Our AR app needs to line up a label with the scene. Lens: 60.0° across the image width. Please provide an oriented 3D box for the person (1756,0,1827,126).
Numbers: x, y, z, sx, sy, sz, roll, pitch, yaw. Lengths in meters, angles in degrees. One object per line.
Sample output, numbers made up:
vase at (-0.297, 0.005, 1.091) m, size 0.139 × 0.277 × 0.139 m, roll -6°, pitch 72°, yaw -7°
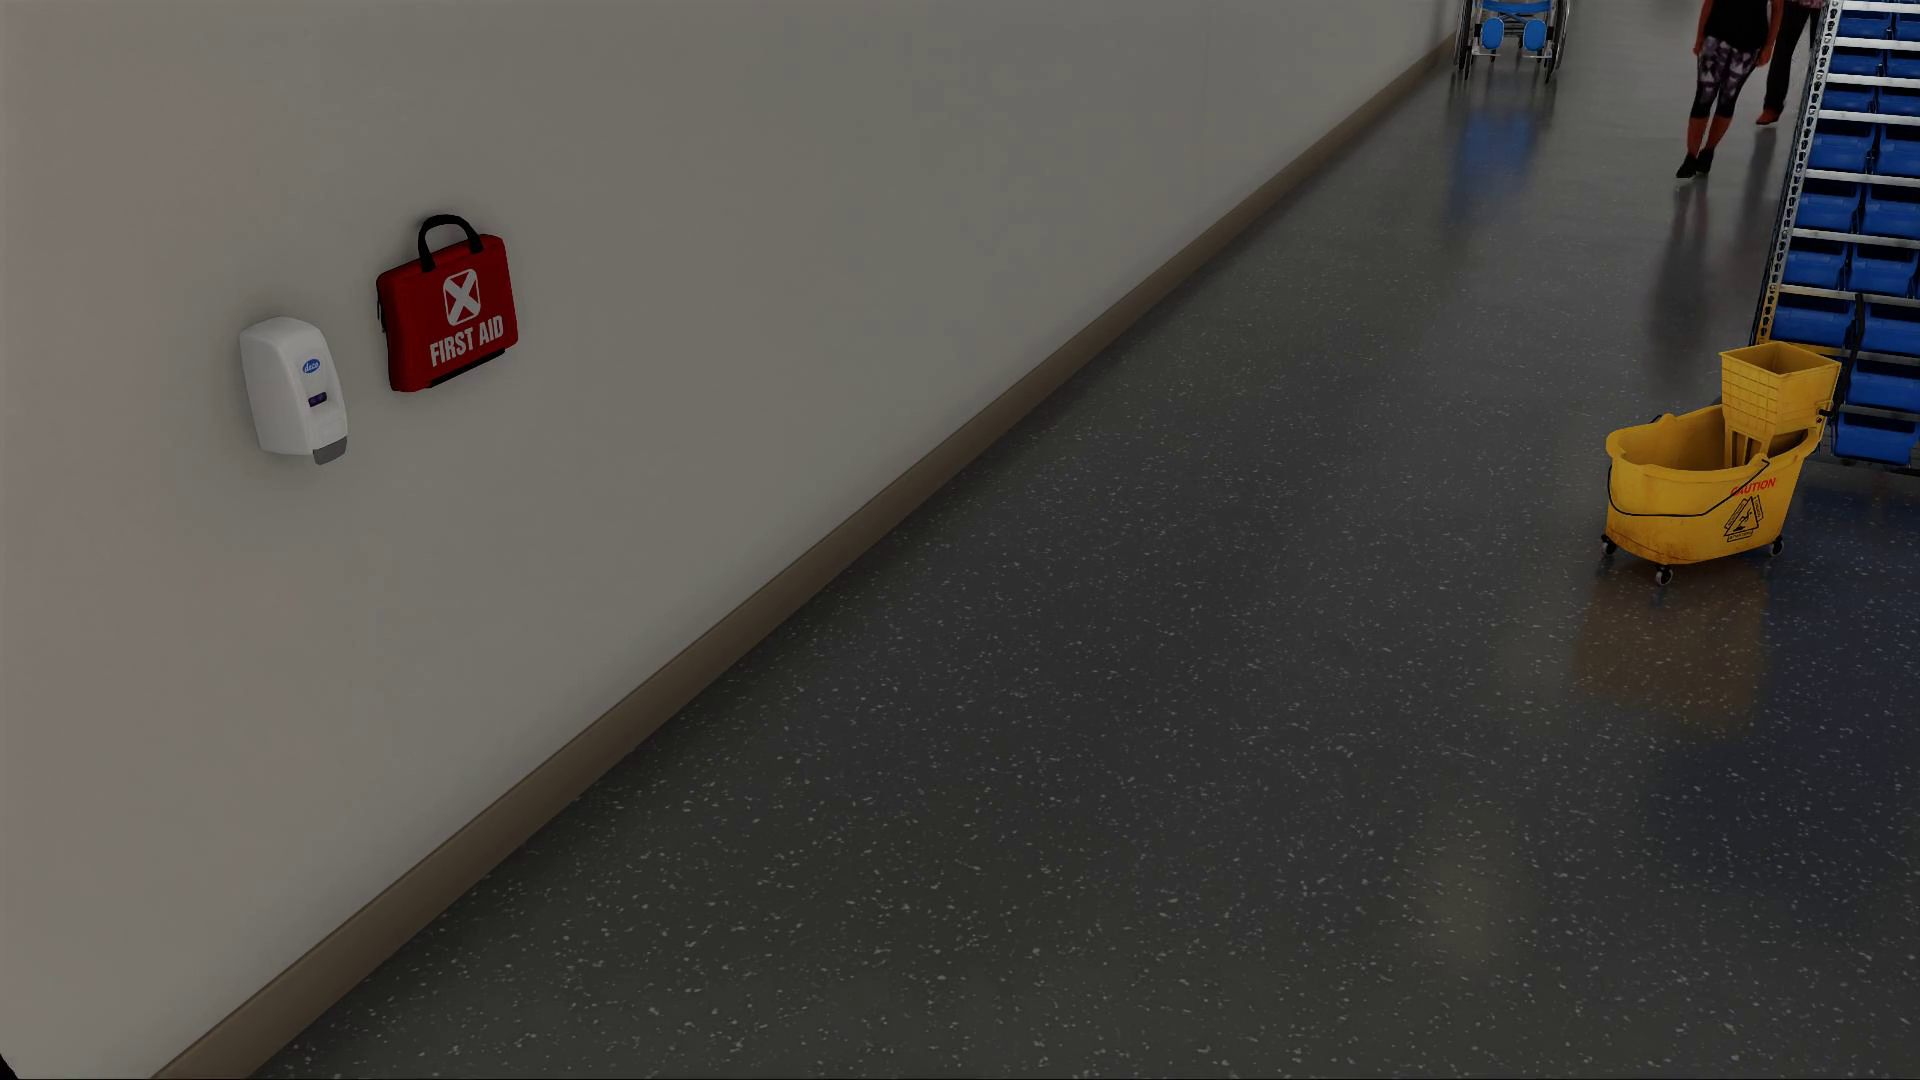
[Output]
person at (5.916, -3.772, 11.432) m, size 0.987 × 1.781 × 1.100 m, roll -23°, pitch 34°, yaw -39°

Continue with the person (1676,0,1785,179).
person at (4.692, -3.030, 10.051) m, size 0.783 × 1.644 × 0.689 m, roll 14°, pitch 29°, yaw 27°
